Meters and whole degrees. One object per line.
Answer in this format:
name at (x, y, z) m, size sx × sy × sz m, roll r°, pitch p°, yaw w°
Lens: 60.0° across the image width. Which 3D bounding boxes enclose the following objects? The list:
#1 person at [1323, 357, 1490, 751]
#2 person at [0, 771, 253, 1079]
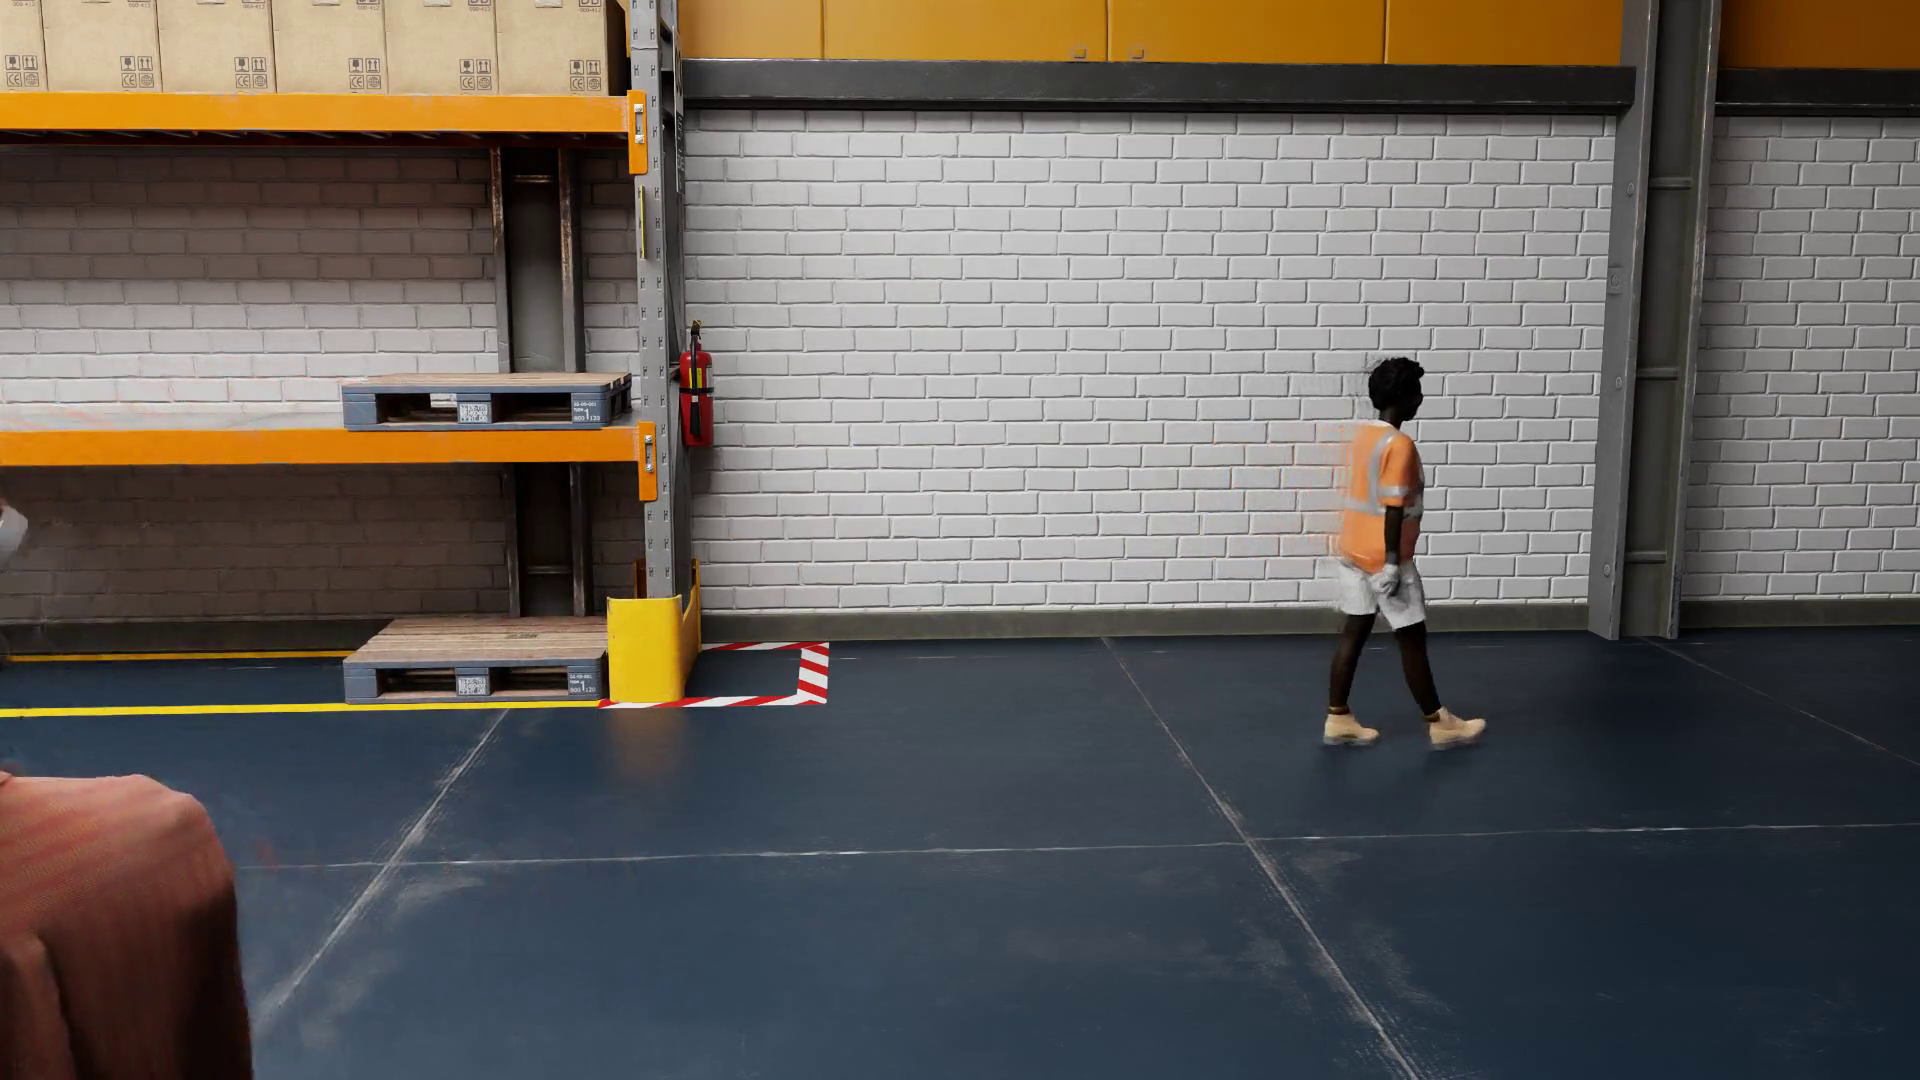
person at (1.893, 0.065, 7.064) m, size 0.697 × 1.669 × 0.552 m, roll -1°, pitch 9°, yaw -7°
person at (-0.727, 0.848, 1.378) m, size 1.008 × 1.937 × 0.647 m, roll 3°, pitch 10°, yaw 20°
